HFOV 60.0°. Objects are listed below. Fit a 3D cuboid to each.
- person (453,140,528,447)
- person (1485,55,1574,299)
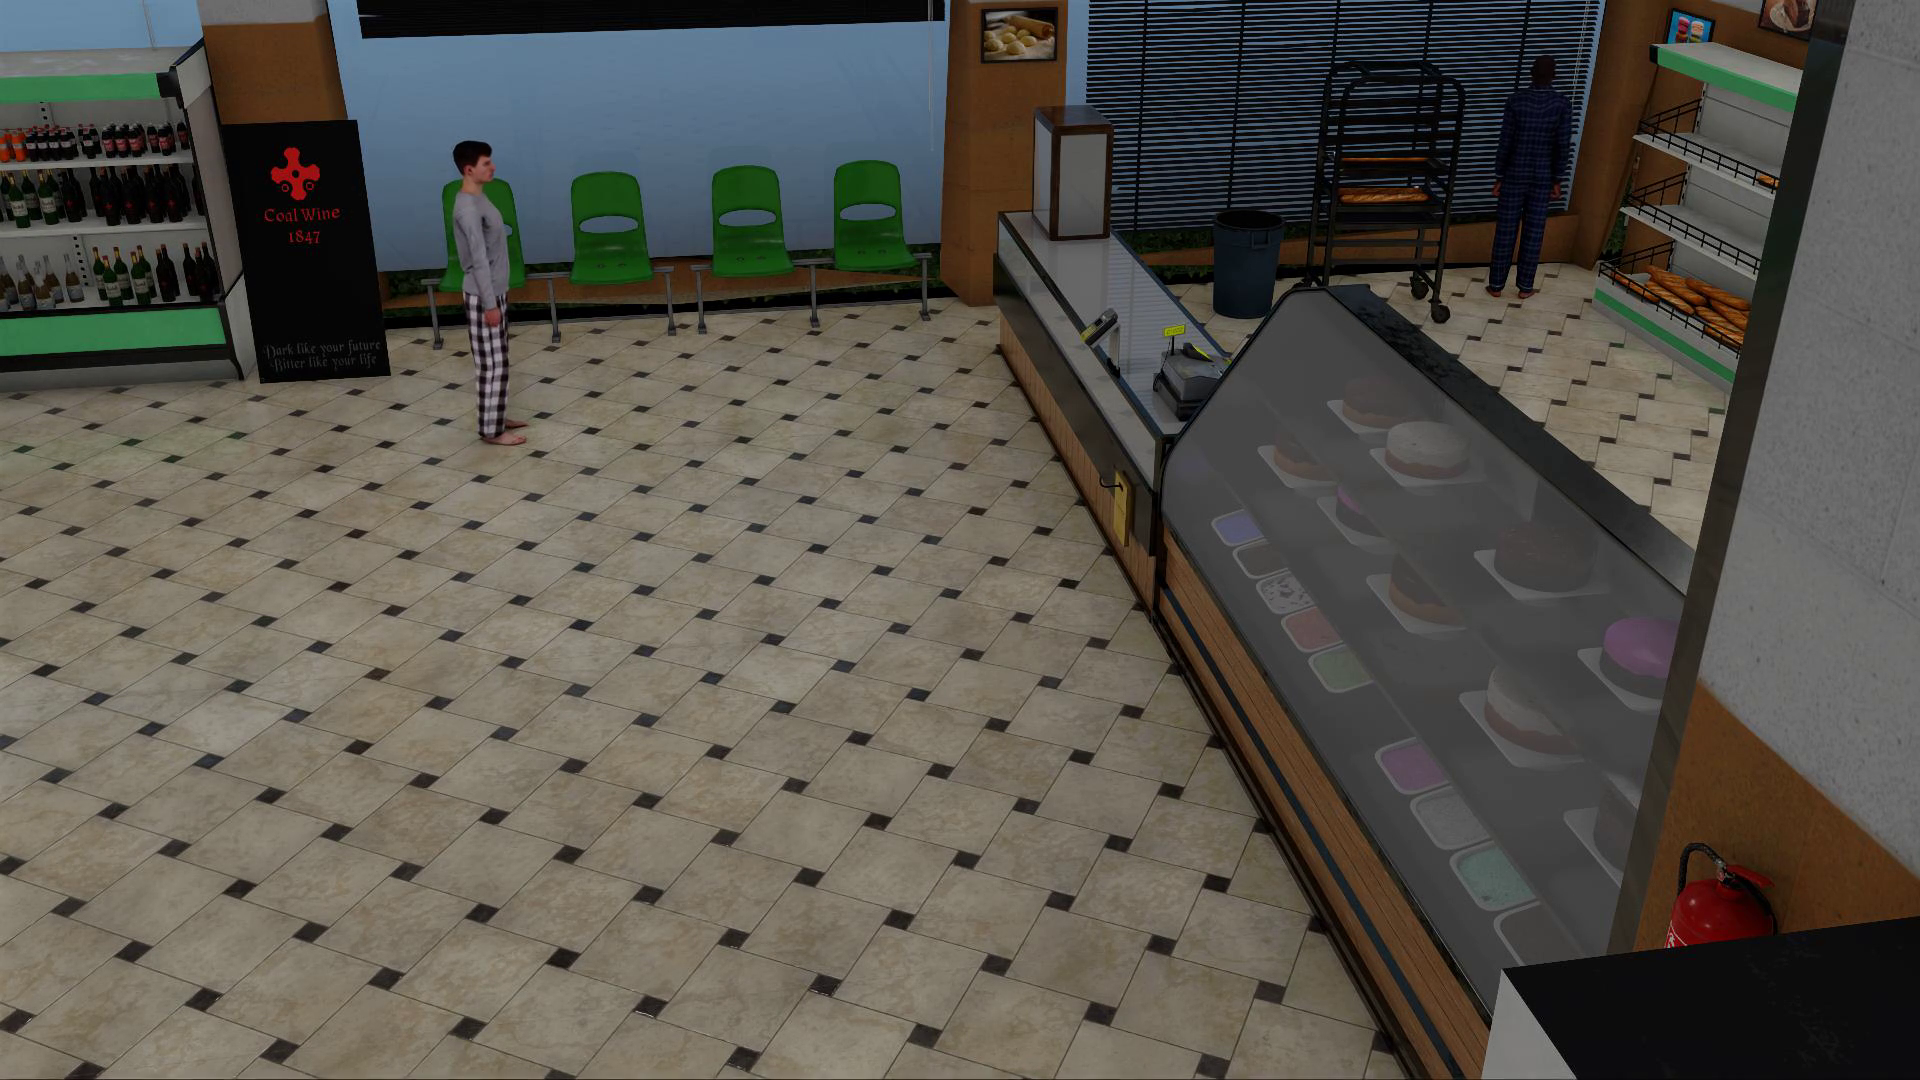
[{"bbox_3d":[-2.869,-1.493,10.049,0.520,1.846,0.617,-5,27,-9],"label":"person"},{"bbox_3d":[4.262,-2.726,12.504,0.711,1.824,0.835,7,28,14],"label":"person"}]
